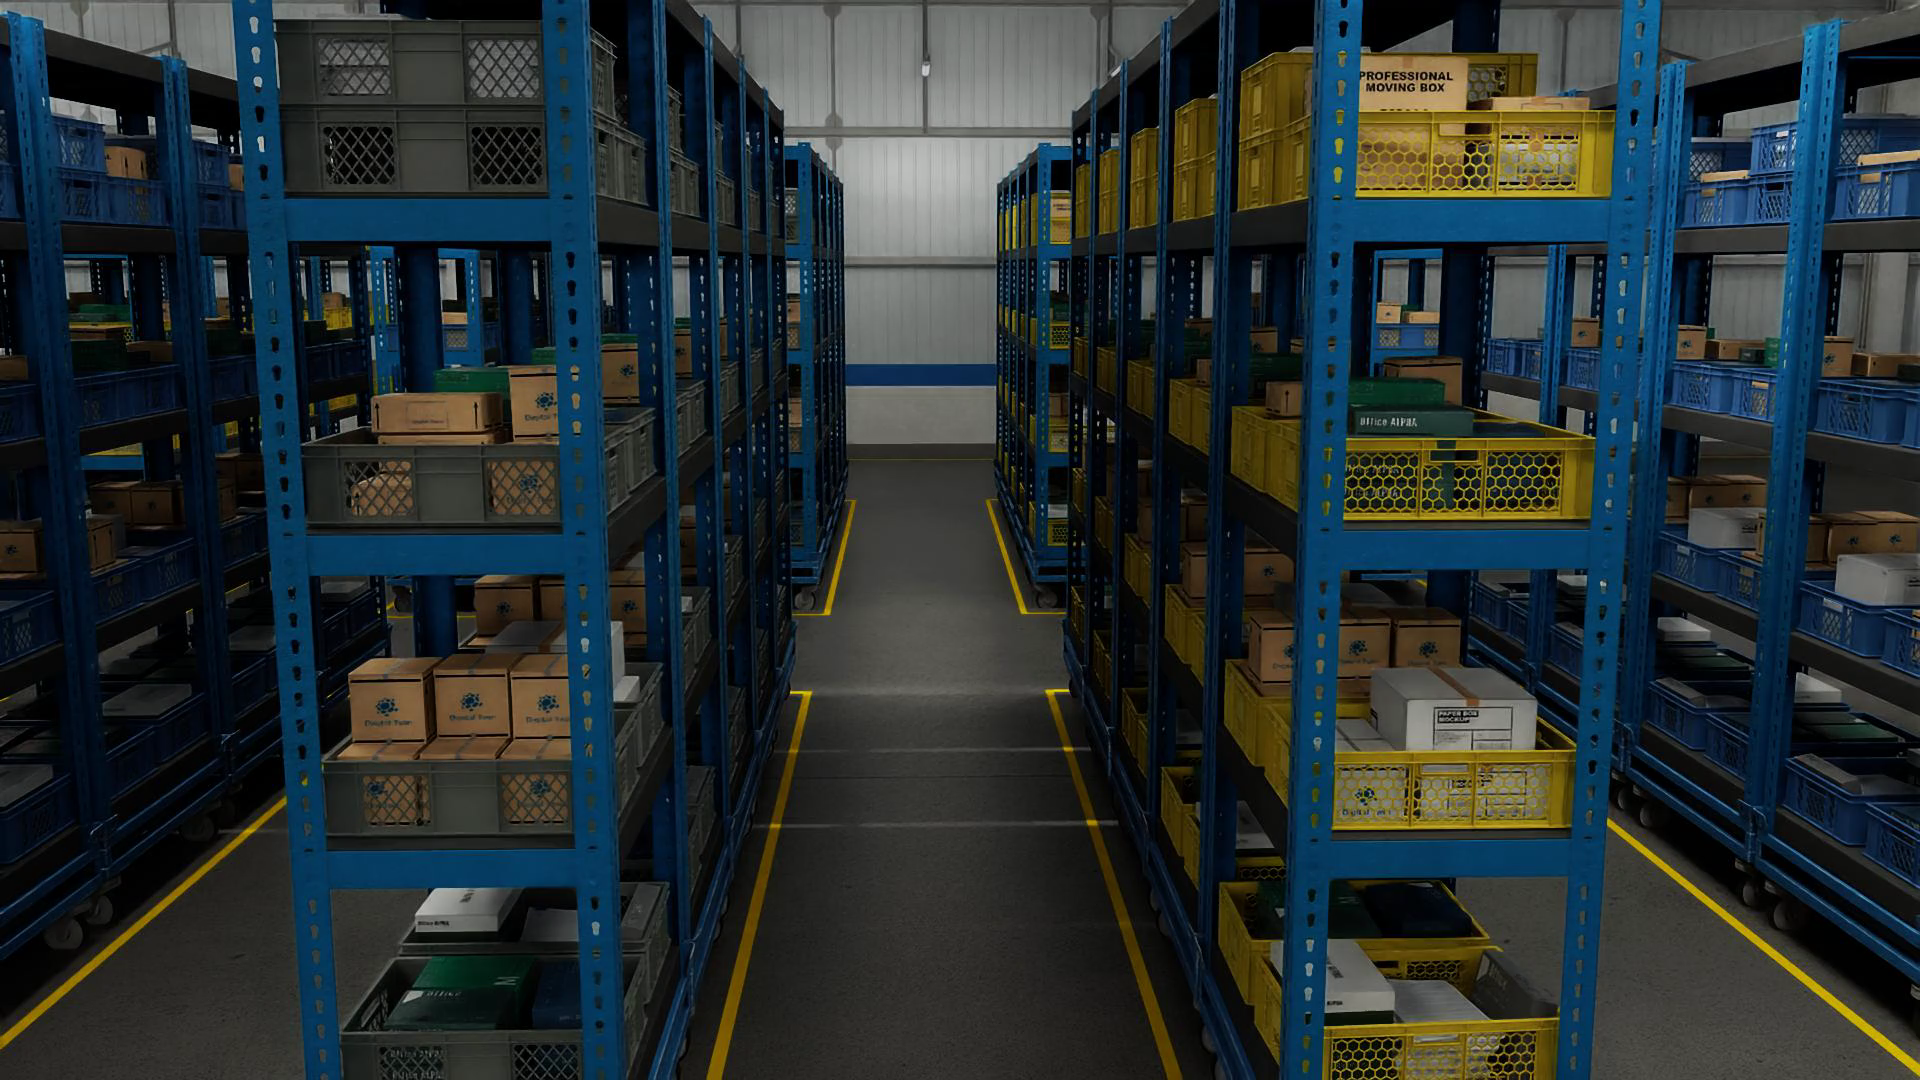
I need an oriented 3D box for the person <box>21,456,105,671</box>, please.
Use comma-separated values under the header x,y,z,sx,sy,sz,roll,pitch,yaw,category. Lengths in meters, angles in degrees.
x,y,z,sx,sy,sz,roll,pitch,yaw,category
-5.959,-0.012,10.938,0.564,1.828,0.563,0,9,1,person
